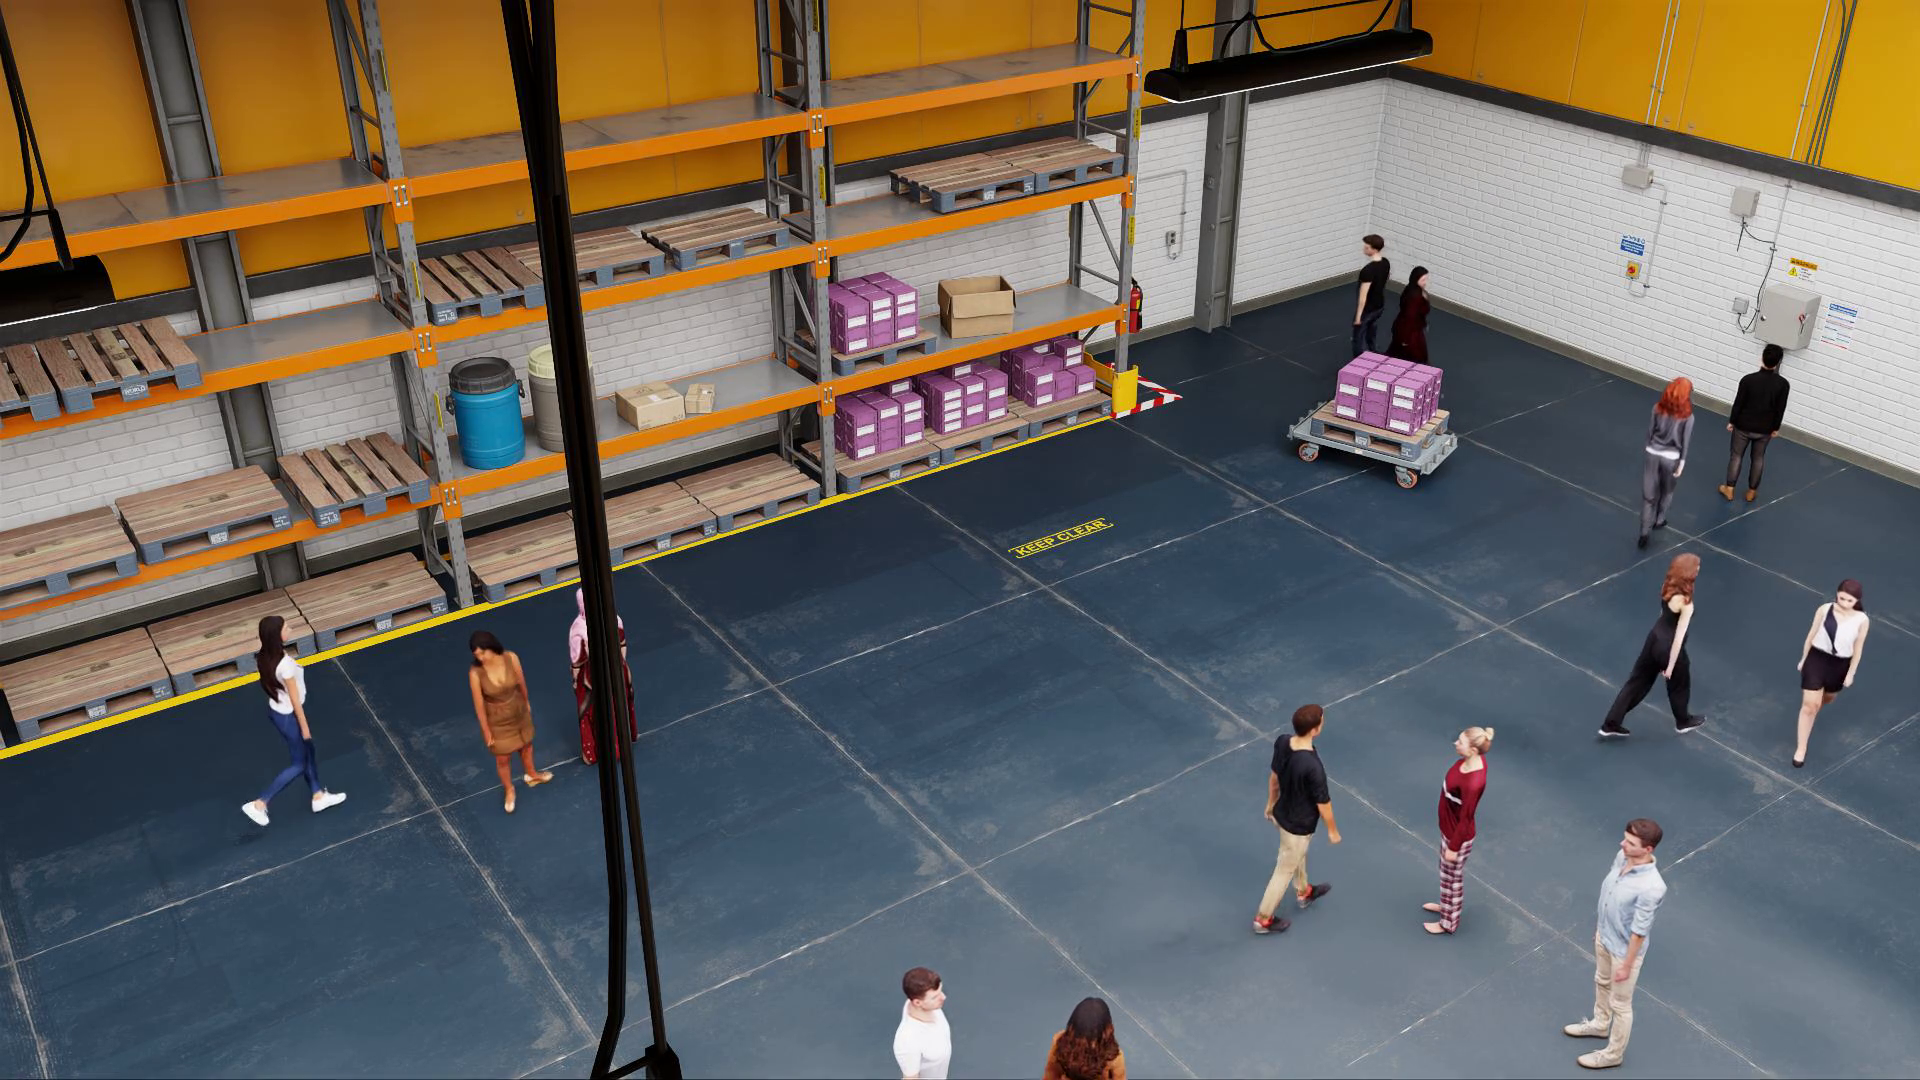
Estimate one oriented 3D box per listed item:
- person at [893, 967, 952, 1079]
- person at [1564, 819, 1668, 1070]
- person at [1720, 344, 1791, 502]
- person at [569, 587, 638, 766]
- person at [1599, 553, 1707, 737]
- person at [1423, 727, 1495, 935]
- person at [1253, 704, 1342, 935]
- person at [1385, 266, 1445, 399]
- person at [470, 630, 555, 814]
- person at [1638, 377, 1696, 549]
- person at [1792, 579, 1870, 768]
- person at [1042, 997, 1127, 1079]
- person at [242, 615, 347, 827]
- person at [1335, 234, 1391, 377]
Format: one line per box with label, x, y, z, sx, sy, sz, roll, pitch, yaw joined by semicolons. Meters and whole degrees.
person;-0.218;3.096;9.246;0.765;1.851;0.713;4;29;7
person;4.131;2.497;10.349;0.721;1.848;0.718;-2;29;-4
person;8.263;-1.217;17.285;0.732;1.724;0.774;7;29;12
person;-2.854;1.056;13.209;0.523;1.637;0.708;-18;33;-29
person;5.601;0.900;13.434;1.220;1.696;0.906;-6;29;-10
person;3.428;1.980;11.454;0.737;1.696;0.660;7;29;12
person;2.215;1.949;11.372;1.009;1.829;0.803;-9;30;-16
person;5.150;-2.393;19.472;1.171;1.695;1.069;1;29;1
person;-3.444;1.339;12.671;0.851;1.656;0.549;18;33;29
person;6.880;-0.730;16.367;0.773;1.749;0.981;18;33;30
person;6.972;0.999;13.335;0.879;1.617;1.143;14;32;25
person;0.657;3.264;9.143;1.131;1.654;1.273;9;30;16
person;-5.119;1.391;12.476;0.998;1.752;0.641;-21;35;-34
person;4.955;-2.755;19.952;0.829;1.871;0.928;-22;35;-34
